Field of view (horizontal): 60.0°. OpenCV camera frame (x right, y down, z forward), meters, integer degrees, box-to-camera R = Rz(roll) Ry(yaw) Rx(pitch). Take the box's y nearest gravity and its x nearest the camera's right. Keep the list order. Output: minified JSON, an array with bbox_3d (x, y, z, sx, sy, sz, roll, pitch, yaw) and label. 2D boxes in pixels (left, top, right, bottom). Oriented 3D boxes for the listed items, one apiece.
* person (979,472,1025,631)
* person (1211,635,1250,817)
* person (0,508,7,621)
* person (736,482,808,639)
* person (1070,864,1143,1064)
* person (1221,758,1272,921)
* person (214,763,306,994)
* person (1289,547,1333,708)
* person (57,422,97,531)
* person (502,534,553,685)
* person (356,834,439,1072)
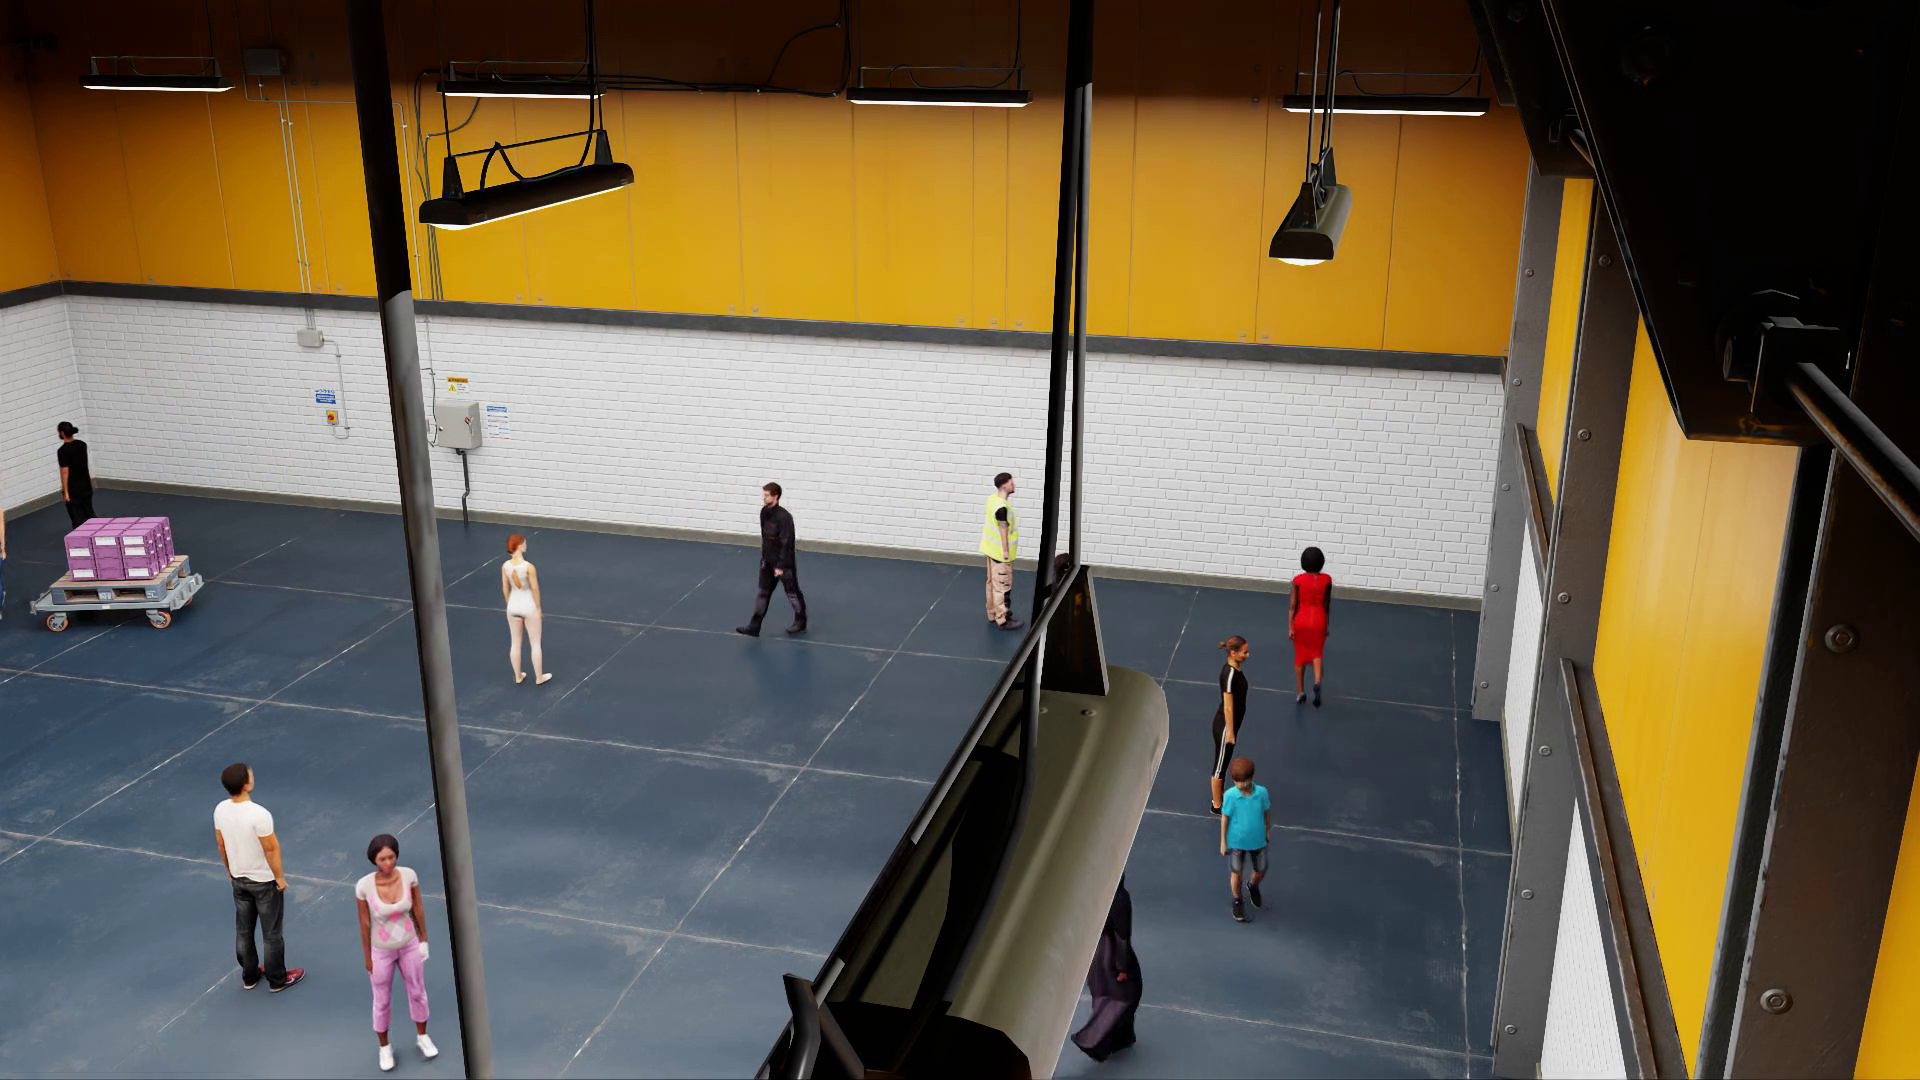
[{"bbox_3d":[0.481,0.102,19.035,0.898,1.845,0.813,-5,19,-15],"label":"person"},{"bbox_3d":[2.378,1.626,14.786,0.642,1.669,0.454,6,19,17],"label":"person"},{"bbox_3d":[-11.205,0.106,19.253,0.731,1.697,0.838,0,19,1],"label":"person"},{"bbox_3d":[-1.958,0.234,18.723,1.233,1.794,1.078,-17,25,-42],"label":"person"},{"bbox_3d":[0.950,2.823,11.328,0.943,1.607,0.866,-11,22,-31],"label":"person"},{"bbox_3d":[2.260,2.322,13.106,0.671,1.422,0.779,-4,19,-11],"label":"person"},{"bbox_3d":[-5.156,2.451,12.123,0.630,1.804,0.521,5,19,15],"label":"person"},{"bbox_3d":[3.551,0.925,16.773,0.715,1.729,0.898,0,19,-1],"label":"person"},{"bbox_3d":[-11.403,-0.679,21.494,0.715,1.755,0.518,3,19,10],"label":"person"},{"bbox_3d":[-4.596,0.730,17.488,0.548,1.643,0.477,4,19,13],"label":"person"},{"bbox_3d":[-3.839,2.771,11.276,0.666,1.739,0.725,-10,21,-28],"label":"person"}]
